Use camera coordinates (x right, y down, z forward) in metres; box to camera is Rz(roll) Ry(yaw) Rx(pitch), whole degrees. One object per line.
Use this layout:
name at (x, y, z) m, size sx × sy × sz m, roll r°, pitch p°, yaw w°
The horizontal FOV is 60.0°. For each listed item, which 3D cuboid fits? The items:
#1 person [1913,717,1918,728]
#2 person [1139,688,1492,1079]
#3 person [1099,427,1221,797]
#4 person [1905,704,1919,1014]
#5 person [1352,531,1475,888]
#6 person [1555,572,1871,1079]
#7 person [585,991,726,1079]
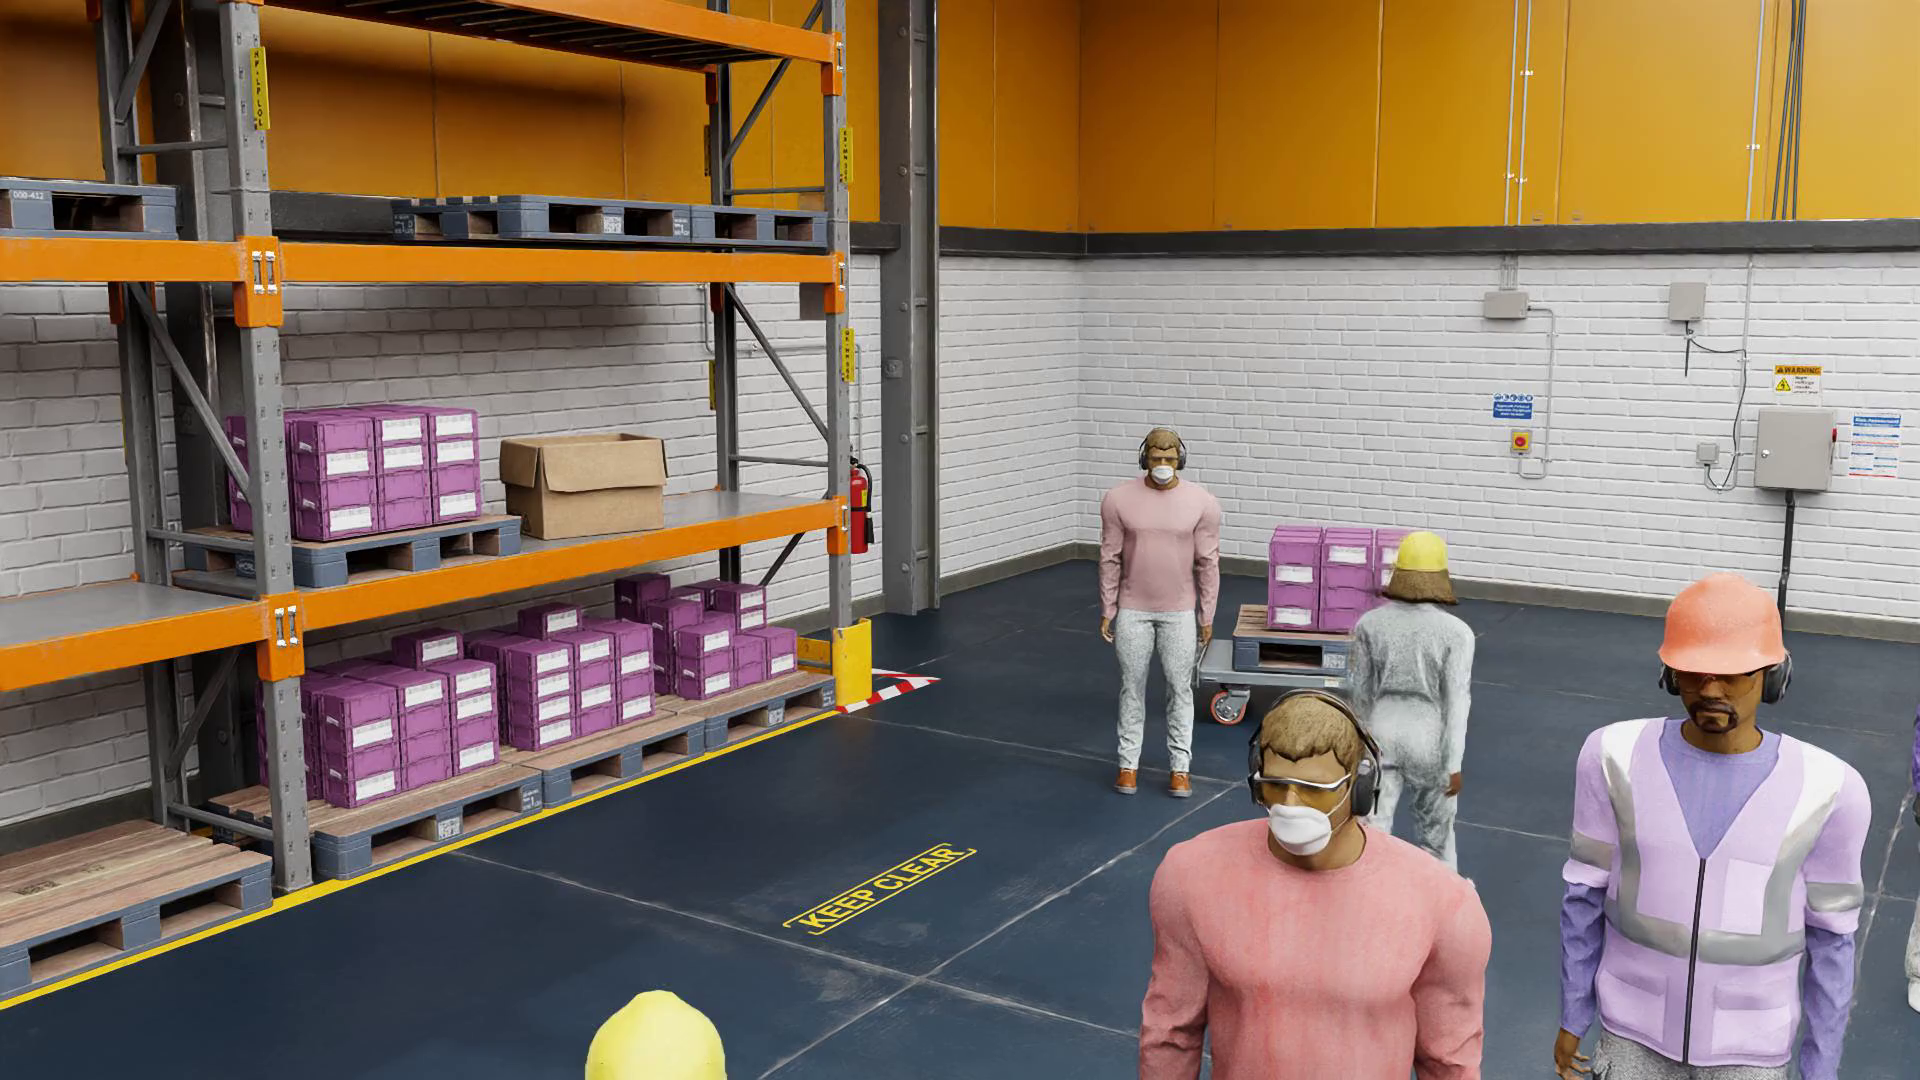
person at (5.948, 0.199, 9.787) m, size 0.547 × 1.928 × 0.393 m, roll 0°, pitch 9°, yaw -2°
person at (0.644, 1.218, 3.133) m, size 0.635 × 1.937 × 0.352 m, roll 3°, pitch 9°, yaw 19°
person at (1.032, 0.372, 8.660) m, size 0.625 × 1.933 × 0.376 m, roll 2°, pitch 9°, yaw 11°
person at (3.700, 0.935, 5.980) m, size 0.514 × 1.631 × 0.318 m, roll 3°, pitch 9°, yaw 20°
person at (1.789, 0.806, 6.611) m, size 0.504 × 1.686 × 0.938 m, roll 6°, pitch 10°, yaw 33°
person at (1.631, 1.080, 3.685) m, size 0.605 × 2.045 × 0.378 m, roll 5°, pitch 10°, yaw 29°
person at (-0.414, 1.469, 2.249) m, size 0.537 × 1.713 × 0.923 m, roll -3°, pitch 9°, yaw -16°
